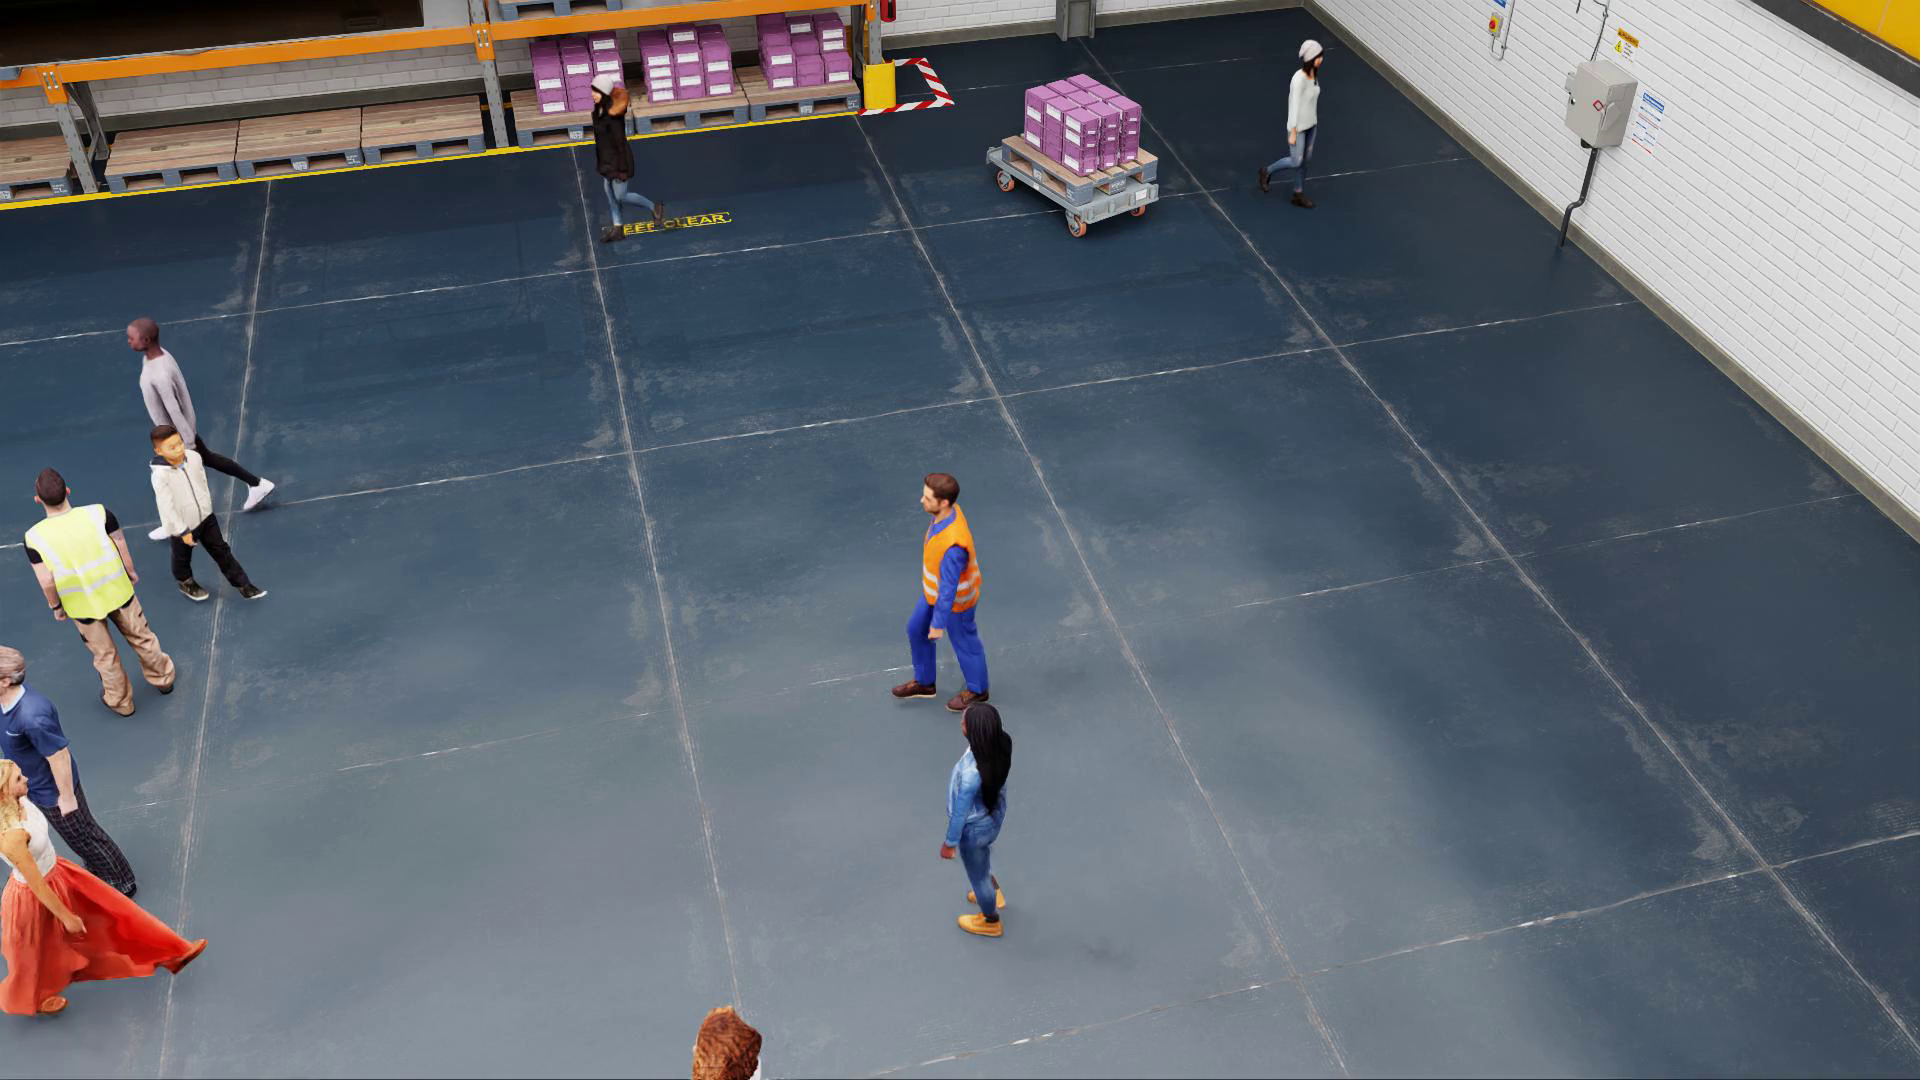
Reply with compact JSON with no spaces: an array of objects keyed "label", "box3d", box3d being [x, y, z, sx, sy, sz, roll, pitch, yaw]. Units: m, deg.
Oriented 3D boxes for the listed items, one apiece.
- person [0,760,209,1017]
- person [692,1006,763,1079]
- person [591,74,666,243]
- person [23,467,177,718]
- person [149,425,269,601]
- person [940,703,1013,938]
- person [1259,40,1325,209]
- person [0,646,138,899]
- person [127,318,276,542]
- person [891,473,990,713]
[{"label":"person","box3d":[-4.778,1.844,8.492,1.285,1.738,0.669,-10,40,-12]},{"label":"person","box3d":[-0.902,2.741,7.404,0.853,1.694,0.811,9,40,11]},{"label":"person","box3d":[-3.101,-3.511,15.291,0.968,1.621,0.775,-21,43,-24]},{"label":"person","box3d":[-5.355,0.323,10.309,0.812,1.846,0.891,-29,47,-31]},{"label":"person","box3d":[-5.278,-0.160,11.256,1.029,1.421,0.937,17,42,20]},{"label":"person","box3d":[0.187,1.543,8.897,0.767,1.703,0.728,13,40,15]},{"label":"person","box3d":[3.191,-3.964,15.846,0.921,1.636,0.893,25,45,28]},{"label":"person","box3d":[-4.958,1.303,9.062,0.734,1.871,0.745,28,46,30]},{"label":"person","box3d":[-5.461,-0.820,11.827,1.210,1.738,0.832,-18,42,-21]},{"label":"person","box3d":[0.033,0.346,10.286,0.842,1.840,0.726,-12,40,-15]}]
